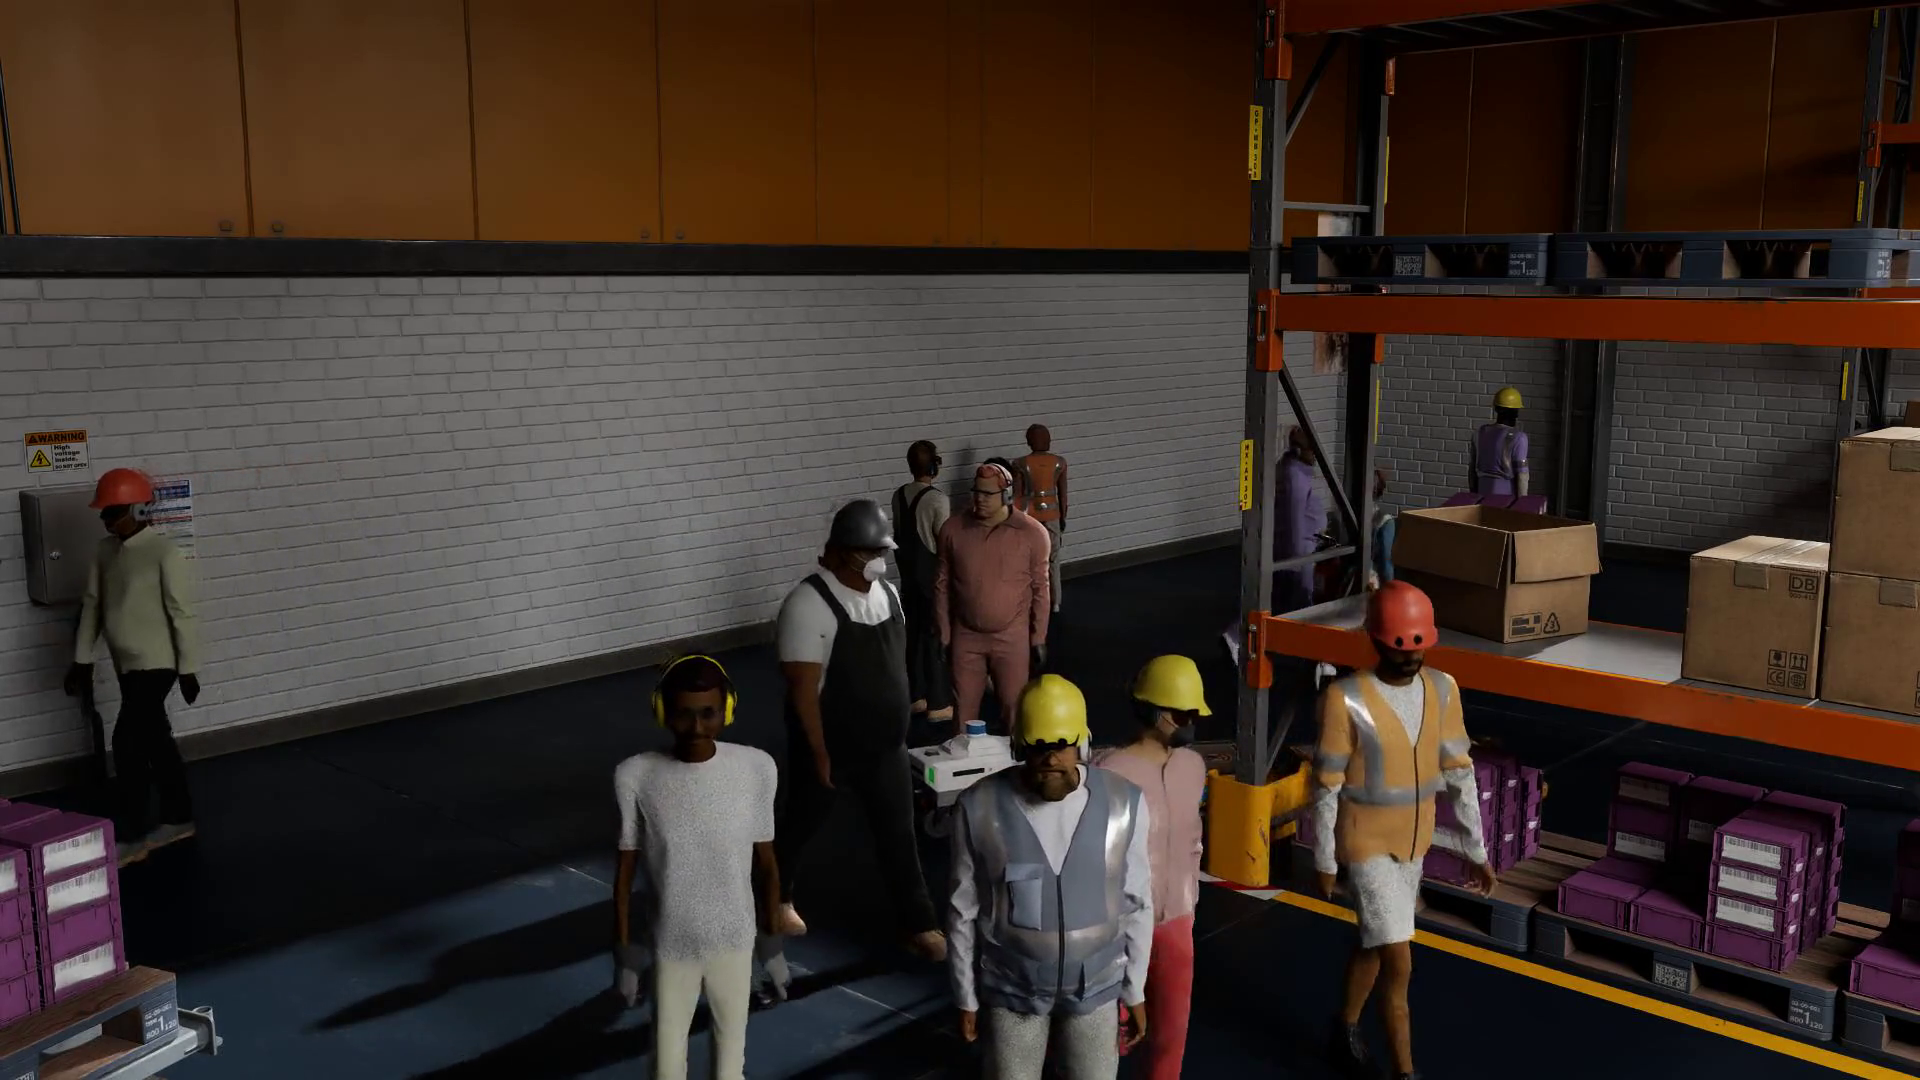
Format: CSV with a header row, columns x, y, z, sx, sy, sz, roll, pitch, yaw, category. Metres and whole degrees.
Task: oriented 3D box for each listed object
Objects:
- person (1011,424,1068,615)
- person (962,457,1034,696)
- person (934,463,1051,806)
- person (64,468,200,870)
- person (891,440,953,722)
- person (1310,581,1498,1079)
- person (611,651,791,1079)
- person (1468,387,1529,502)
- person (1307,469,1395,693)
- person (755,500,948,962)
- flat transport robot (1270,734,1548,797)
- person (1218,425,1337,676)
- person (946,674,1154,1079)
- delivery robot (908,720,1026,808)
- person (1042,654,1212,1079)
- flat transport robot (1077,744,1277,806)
x,y,z,sx,sy,sz,roll,pitch,yaw,category
0.676,-0.171,14.195,0.519,1.637,0.309,-3,10,-15,person
0.236,0.229,11.612,0.549,1.671,0.516,-3,10,-16,person
0.168,0.525,9.122,0.639,1.904,0.402,1,9,8,person
-4.174,0.632,8.271,0.624,1.973,0.709,6,11,34,person
-0.224,0.266,10.876,0.508,1.847,0.345,8,13,42,person
1.549,1.082,5.707,0.562,1.893,0.901,-5,11,-28,person
-0.785,1.222,5.047,0.526,1.847,0.598,-2,10,-13,person
4.714,-0.367,14.510,0.374,1.925,0.595,-6,11,-32,person
2.674,0.325,11.211,0.587,1.623,0.521,-6,11,-32,person
-0.501,0.772,7.180,0.694,2.000,1.031,-9,13,-44,person
2.488,1.299,9.358,1.431,0.197,0.652,-2,9,-10,flat transport robot
2.349,0.085,11.968,0.866,1.863,0.670,0,9,-2,person
0.258,1.270,4.791,0.595,1.828,0.403,-1,9,-4,person
0.084,1.199,8.815,0.707,0.478,0.477,-4,10,-25,delivery robot
0.555,1.208,5.398,0.539,1.744,0.600,-7,11,-35,person
1.061,1.317,9.247,1.431,0.197,0.652,-1,9,-8,flat transport robot
